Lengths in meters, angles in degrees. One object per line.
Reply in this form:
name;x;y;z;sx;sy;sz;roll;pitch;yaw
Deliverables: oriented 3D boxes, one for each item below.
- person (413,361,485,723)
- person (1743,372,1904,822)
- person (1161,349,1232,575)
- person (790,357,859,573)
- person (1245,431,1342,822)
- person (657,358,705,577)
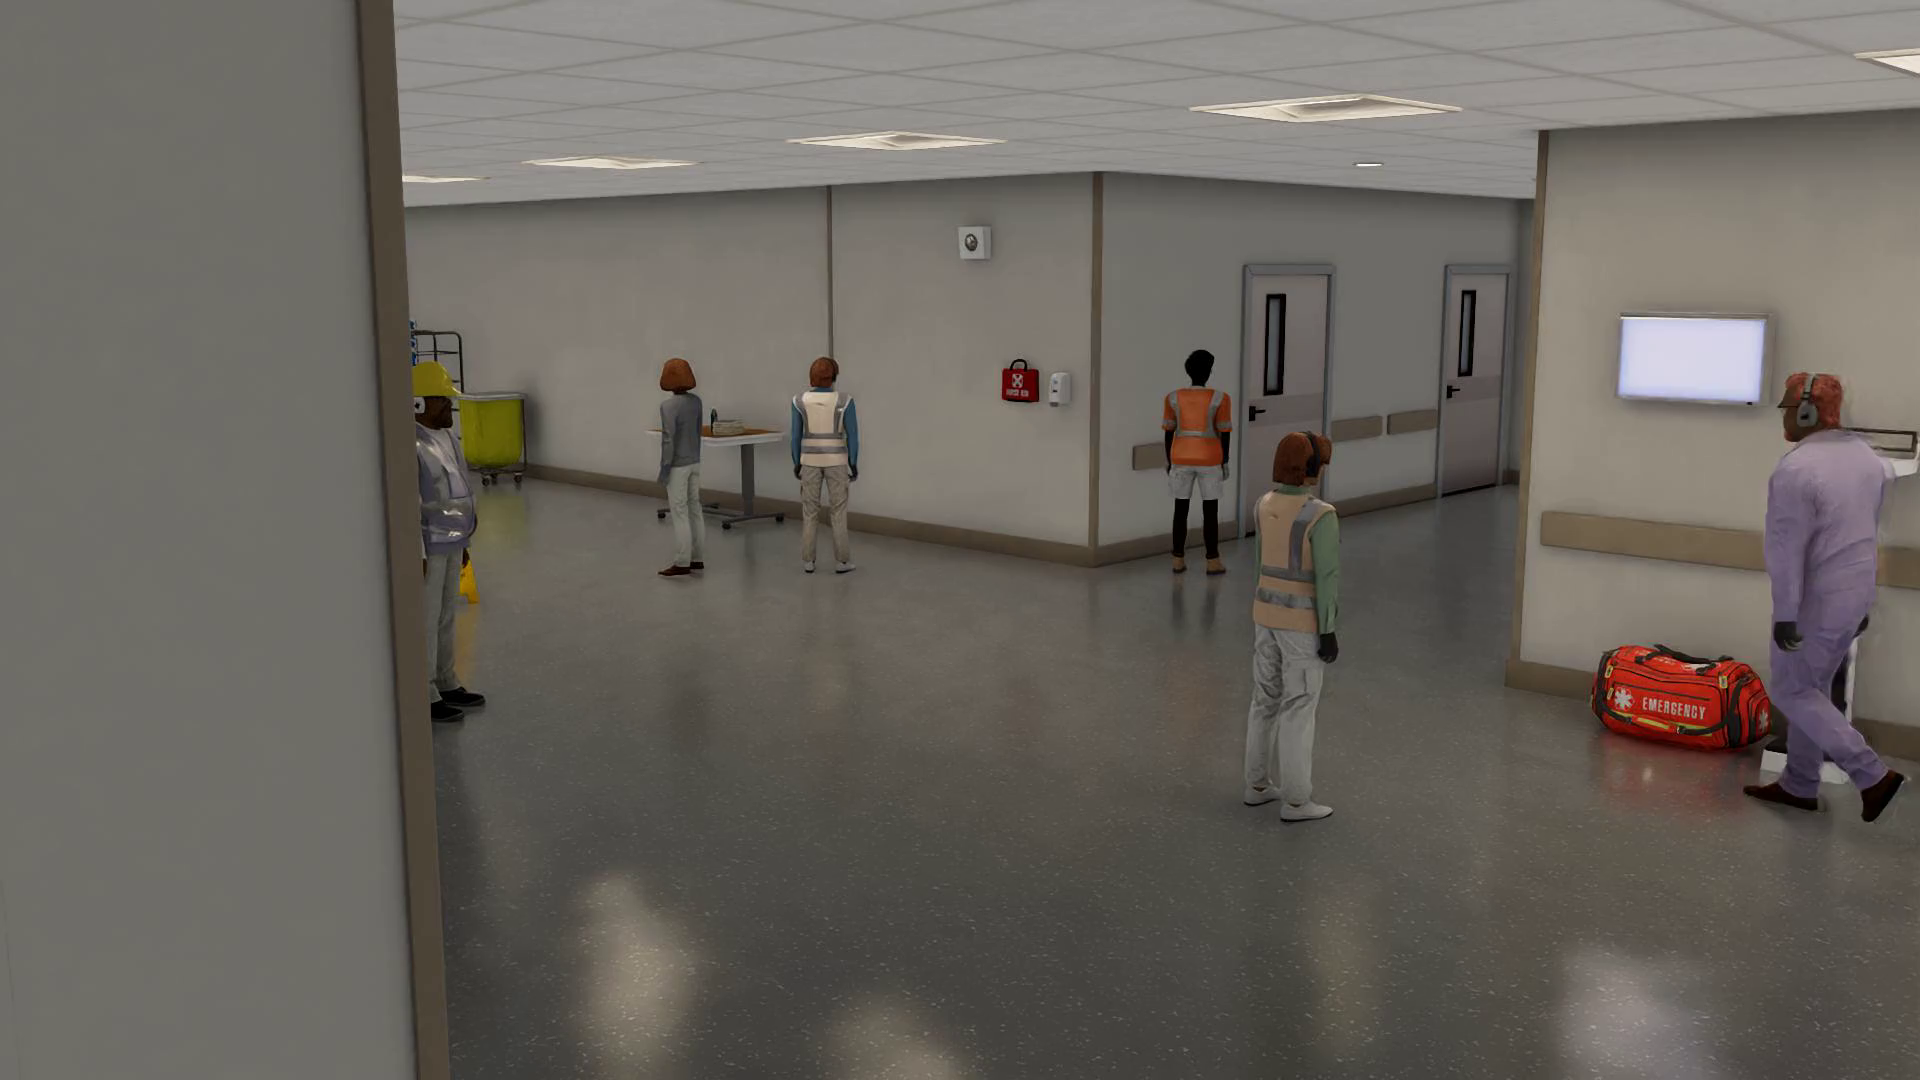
person;-2.681;0.004;8.525;0.404;1.833;0.590;1;9;6
person;3.604;0.254;6.842;0.668;1.884;0.662;-6;11;-34
person;1.782;-0.581;12.521;0.536;1.696;0.321;4;10;23
person;-1.019;-0.559;12.565;0.523;1.640;0.306;1;9;8
person;1.392;0.359;6.972;0.315;1.629;0.508;-4;10;-23
person;-2.097;-0.542;12.471;0.284;1.636;0.500;4;10;21
